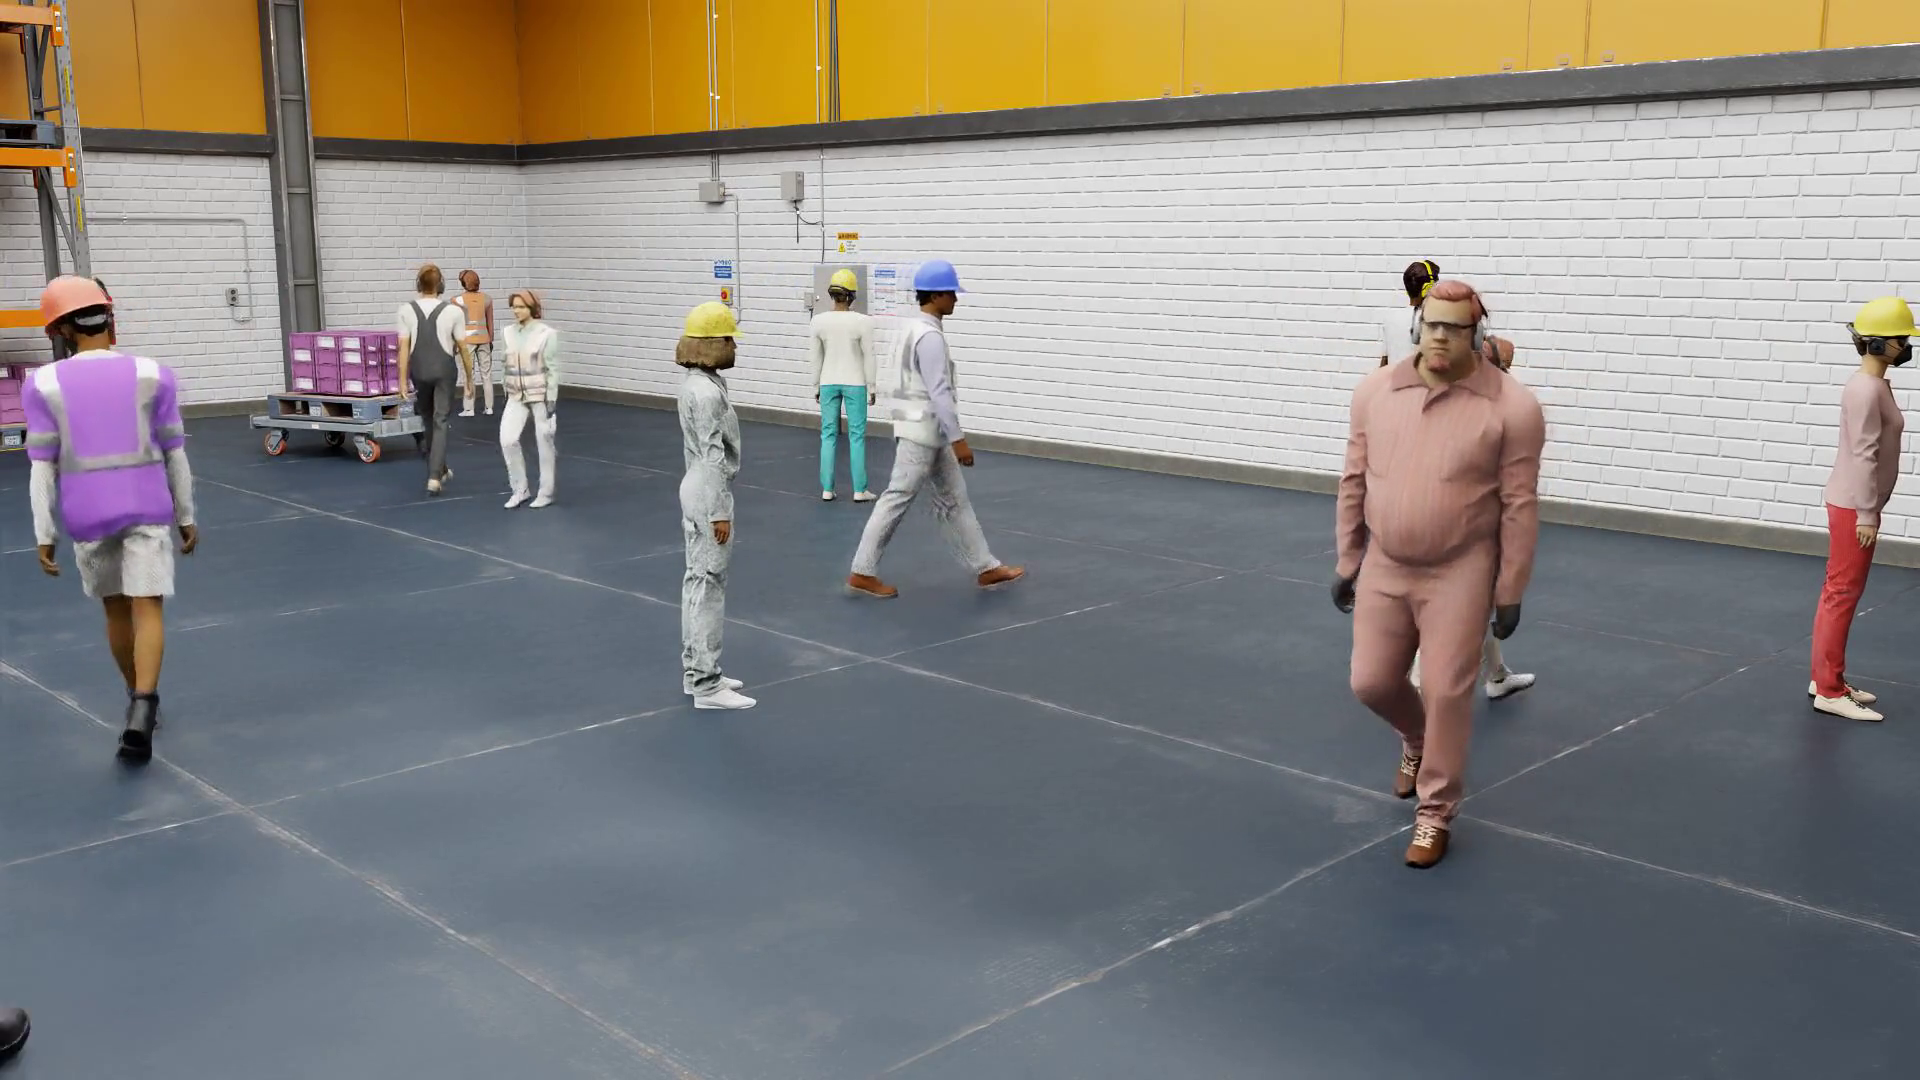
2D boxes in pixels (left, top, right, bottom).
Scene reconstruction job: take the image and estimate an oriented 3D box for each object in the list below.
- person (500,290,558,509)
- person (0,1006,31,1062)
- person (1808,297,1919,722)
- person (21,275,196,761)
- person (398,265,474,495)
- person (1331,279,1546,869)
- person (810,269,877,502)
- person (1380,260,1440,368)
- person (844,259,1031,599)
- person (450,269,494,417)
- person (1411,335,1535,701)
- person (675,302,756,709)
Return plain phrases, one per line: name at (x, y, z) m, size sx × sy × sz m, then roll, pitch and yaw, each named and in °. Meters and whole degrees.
person at (-3.194, -1.021, 12.228) m, size 0.545 × 1.617 × 0.524 m, roll 4°, pitch 11°, yaw 20°
person at (-2.499, 0.384, 3.773) m, size 0.557 × 1.910 × 0.778 m, roll 0°, pitch 10°, yaw 0°
person at (3.820, -0.135, 7.027) m, size 0.314 × 1.769 × 0.524 m, roll 5°, pitch 12°, yaw 25°
person at (-3.302, -0.089, 6.503) m, size 0.583 × 1.874 × 0.953 m, roll -5°, pitch 11°, yaw -24°
person at (-4.146, -1.272, 13.165) m, size 0.530 × 1.798 × 0.981 m, roll -1°, pitch 10°, yaw -5°
person at (1.569, 0.089, 5.478) m, size 0.658 × 1.885 × 0.596 m, roll 7°, pitch 13°, yaw 35°
person at (-0.880, -1.163, 12.636) m, size 0.525 × 1.769 × 0.316 m, roll 3°, pitch 11°, yaw 14°
person at (2.818, -0.789, 10.311) m, size 0.316 × 1.870 × 0.532 m, roll -6°, pitch 12°, yaw -29°
person at (-0.163, -0.600, 9.246) m, size 1.064 × 1.893 × 0.604 m, roll -1°, pitch 10°, yaw -3°
person at (-5.431, -2.189, 18.565) m, size 0.516 × 1.645 × 0.308 m, roll -10°, pitch 14°, yaw -43°
person at (2.214, -0.048, 6.968) m, size 0.792 × 1.601 × 0.549 m, roll -3°, pitch 11°, yaw -16°
person at (-1.055, -0.149, 7.169) m, size 0.301 × 1.742 × 0.493 m, roll -3°, pitch 11°, yaw -17°
